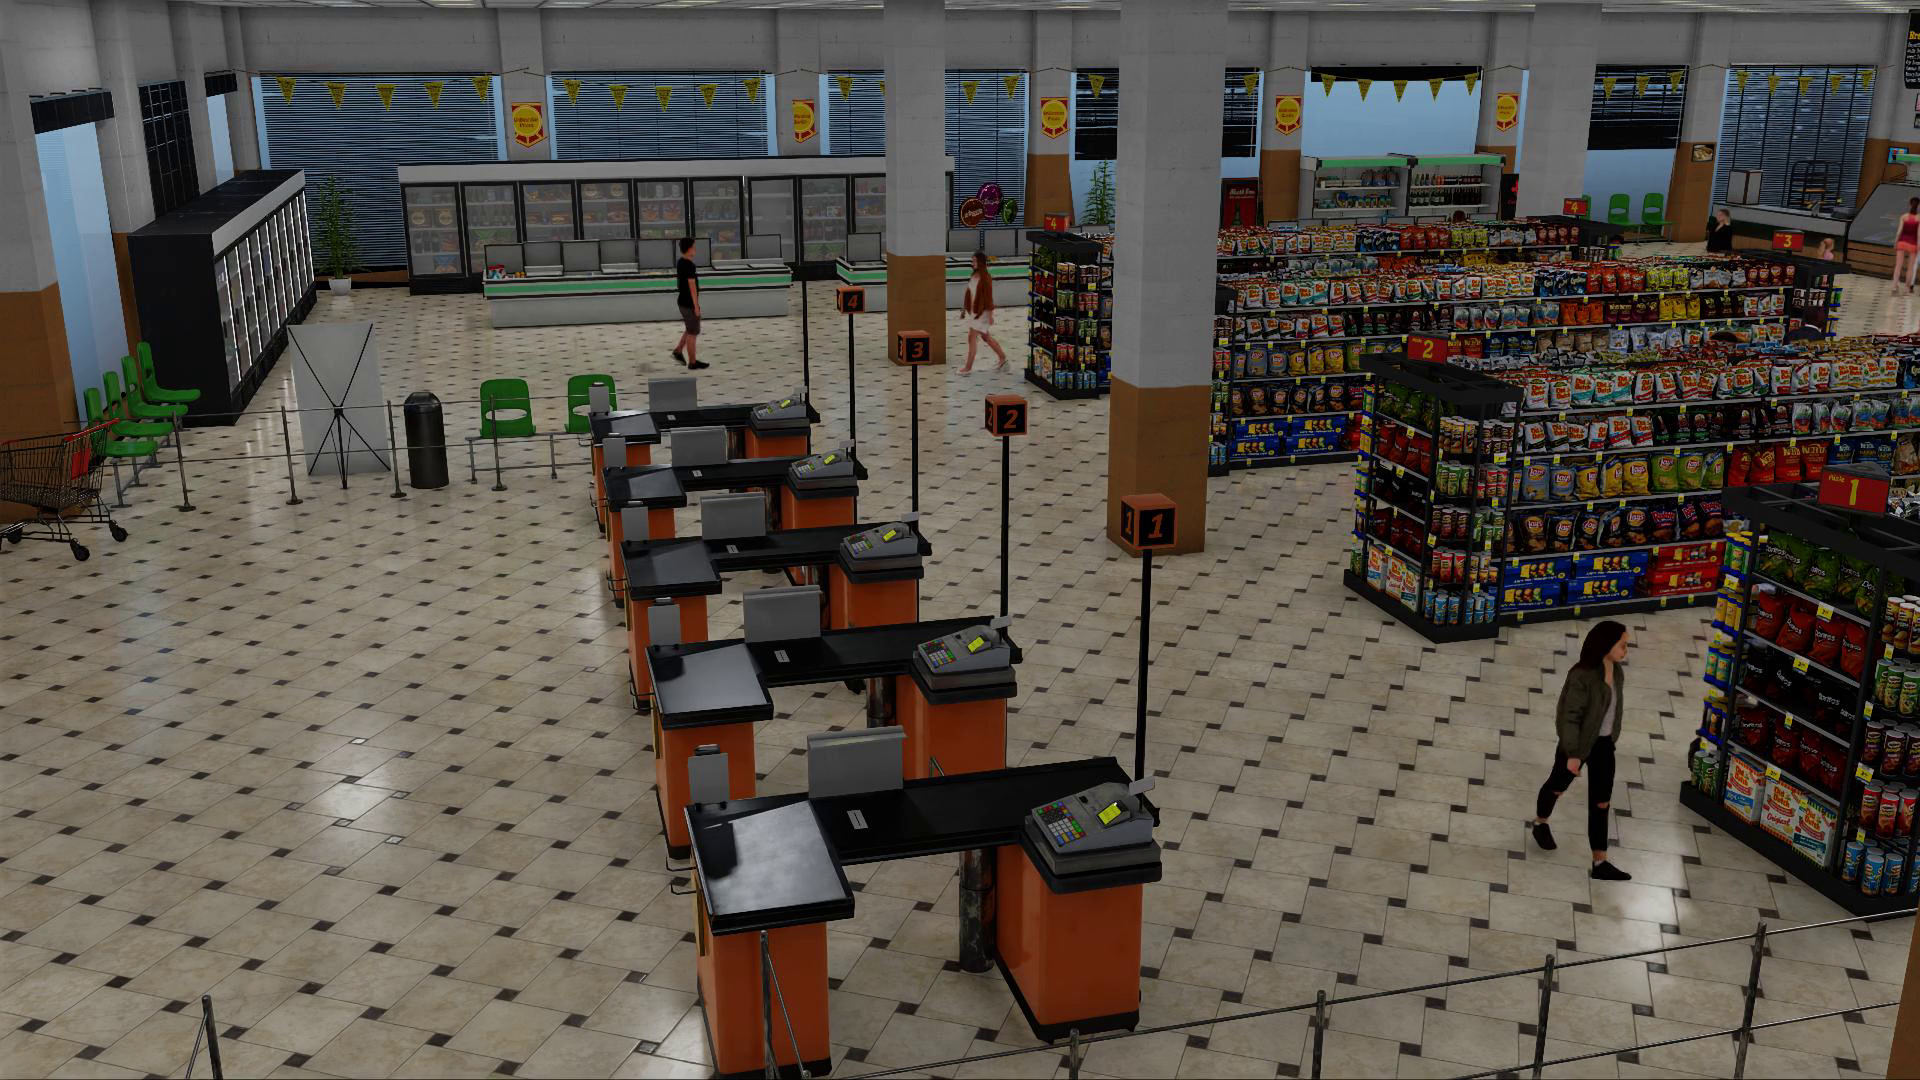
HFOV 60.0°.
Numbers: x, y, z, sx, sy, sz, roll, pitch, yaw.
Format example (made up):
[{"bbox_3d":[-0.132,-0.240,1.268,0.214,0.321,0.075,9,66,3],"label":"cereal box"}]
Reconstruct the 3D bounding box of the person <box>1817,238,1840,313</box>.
[{"bbox_3d":[14.510,-4.455,28.083,0.822,1.247,0.519,-6,18,-19],"label":"person"}]

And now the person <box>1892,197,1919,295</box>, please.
[{"bbox_3d":[17.073,-5.289,30.004,0.922,1.727,1.051,13,21,36],"label":"person"}]

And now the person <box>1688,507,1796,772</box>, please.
[{"bbox_3d":[4.895,0.696,10.214,1.217,1.775,0.757,-8,19,-25],"label":"person"}]

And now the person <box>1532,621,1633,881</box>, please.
[{"bbox_3d":[3.457,1.144,9.326,0.942,1.432,0.732,-5,18,-17],"label":"person"}]

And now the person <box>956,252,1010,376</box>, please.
[{"bbox_3d":[0.357,-3.112,22.916,1.175,1.679,0.786,-8,19,-25],"label":"person"}]

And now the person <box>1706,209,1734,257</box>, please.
[{"bbox_3d":[13.108,-4.833,28.605,1.042,1.668,0.650,-6,18,-18],"label":"person"}]

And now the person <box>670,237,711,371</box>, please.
[{"bbox_3d":[-3.860,-3.286,23.185,0.831,1.857,0.754,-8,19,-25],"label":"person"}]

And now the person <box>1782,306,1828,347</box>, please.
[{"bbox_3d":[8.912,-1.575,17.609,0.623,1.824,0.723,-7,18,-21],"label":"person"}]
